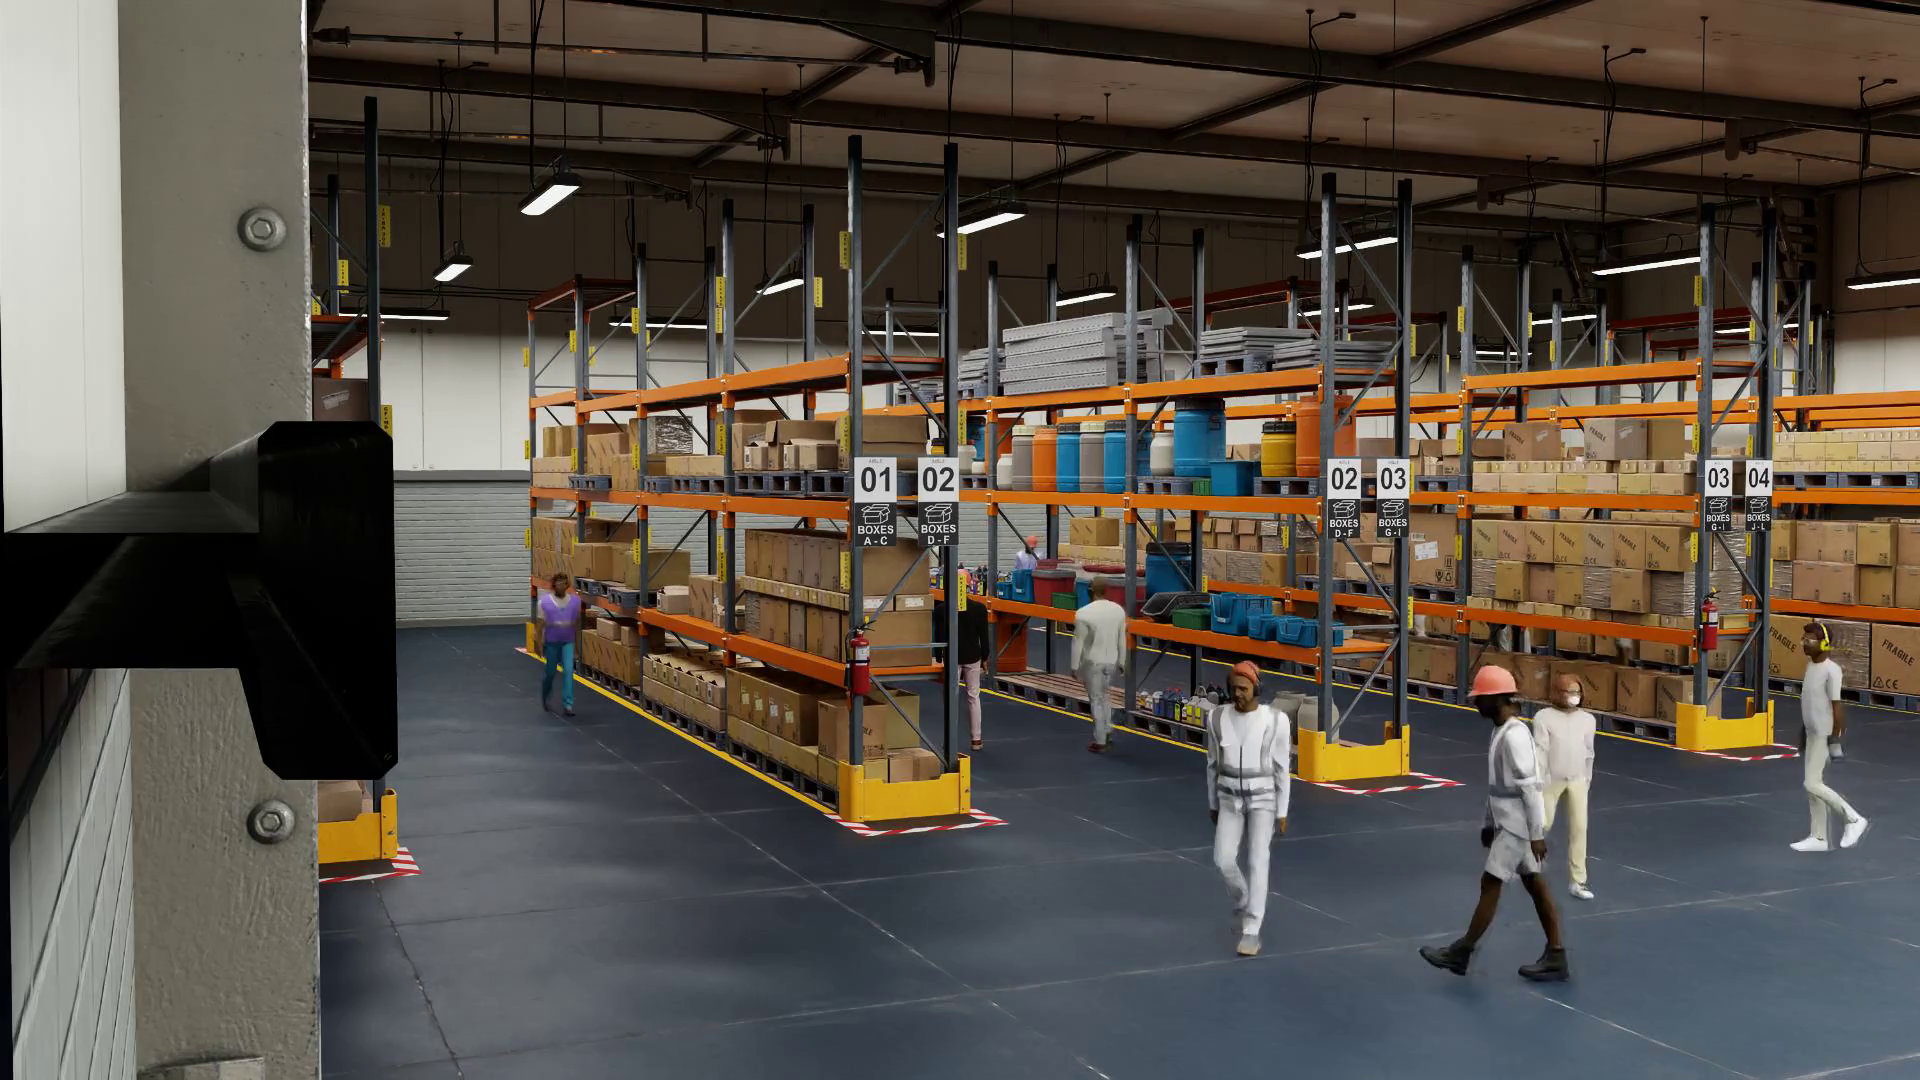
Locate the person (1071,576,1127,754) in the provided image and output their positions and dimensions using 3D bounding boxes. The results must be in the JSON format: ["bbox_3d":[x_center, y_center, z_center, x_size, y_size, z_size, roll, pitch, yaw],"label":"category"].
[{"bbox_3d":[1.491,1.358,19.596,0.660,1.923,0.473,-1,3,-32],"label":"person"}]

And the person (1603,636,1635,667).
[{"bbox_3d":[9.056,1.146,24.302,0.629,1.987,1.042,0,2,-10],"label":"person"}]

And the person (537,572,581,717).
[{"bbox_3d":[-5.119,1.296,22.792,0.576,1.813,0.912,-1,2,-26],"label":"person"}]

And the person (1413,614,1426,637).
[{"bbox_3d":[7.143,1.088,28.453,0.627,1.780,0.995,0,2,-8],"label":"person"}]

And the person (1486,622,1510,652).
[{"bbox_3d":[7.906,1.099,26.353,0.364,1.928,0.586,0,2,-10],"label":"person"}]

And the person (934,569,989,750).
[{"bbox_3d":[0.018,1.317,19.790,0.611,1.995,0.380,0,2,-4],"label":"person"}]

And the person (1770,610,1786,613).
[{"bbox_3d":[13.534,1.026,29.608,0.587,1.823,0.403,-1,3,-30],"label":"person"}]

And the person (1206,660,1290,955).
[{"bbox_3d":[1.855,1.696,11.509,0.572,1.869,0.462,1,2,25],"label":"person"}]

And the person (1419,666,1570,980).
[{"bbox_3d":[3.245,1.712,10.862,0.968,1.883,0.566,0,2,12],"label":"person"}]

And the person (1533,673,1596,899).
[{"bbox_3d":[4.407,1.762,13.165,0.496,1.606,0.780,0,2,-4],"label":"person"}]

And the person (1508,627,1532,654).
[{"bbox_3d":[8.507,1.129,27.329,0.620,1.802,0.930,-1,2,-28],"label":"person"}]

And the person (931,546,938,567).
[{"bbox_3d":[-0.405,0.758,34.511,0.406,1.987,0.616,1,2,27],"label":"person"}]

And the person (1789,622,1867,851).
[{"bbox_3d":[6.986,1.592,14.467,0.468,1.851,0.502,0,2,4],"label":"person"}]

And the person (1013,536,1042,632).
[{"bbox_3d":[1.275,0.840,34.202,0.556,1.869,0.971,0,2,-8],"label":"person"}]
